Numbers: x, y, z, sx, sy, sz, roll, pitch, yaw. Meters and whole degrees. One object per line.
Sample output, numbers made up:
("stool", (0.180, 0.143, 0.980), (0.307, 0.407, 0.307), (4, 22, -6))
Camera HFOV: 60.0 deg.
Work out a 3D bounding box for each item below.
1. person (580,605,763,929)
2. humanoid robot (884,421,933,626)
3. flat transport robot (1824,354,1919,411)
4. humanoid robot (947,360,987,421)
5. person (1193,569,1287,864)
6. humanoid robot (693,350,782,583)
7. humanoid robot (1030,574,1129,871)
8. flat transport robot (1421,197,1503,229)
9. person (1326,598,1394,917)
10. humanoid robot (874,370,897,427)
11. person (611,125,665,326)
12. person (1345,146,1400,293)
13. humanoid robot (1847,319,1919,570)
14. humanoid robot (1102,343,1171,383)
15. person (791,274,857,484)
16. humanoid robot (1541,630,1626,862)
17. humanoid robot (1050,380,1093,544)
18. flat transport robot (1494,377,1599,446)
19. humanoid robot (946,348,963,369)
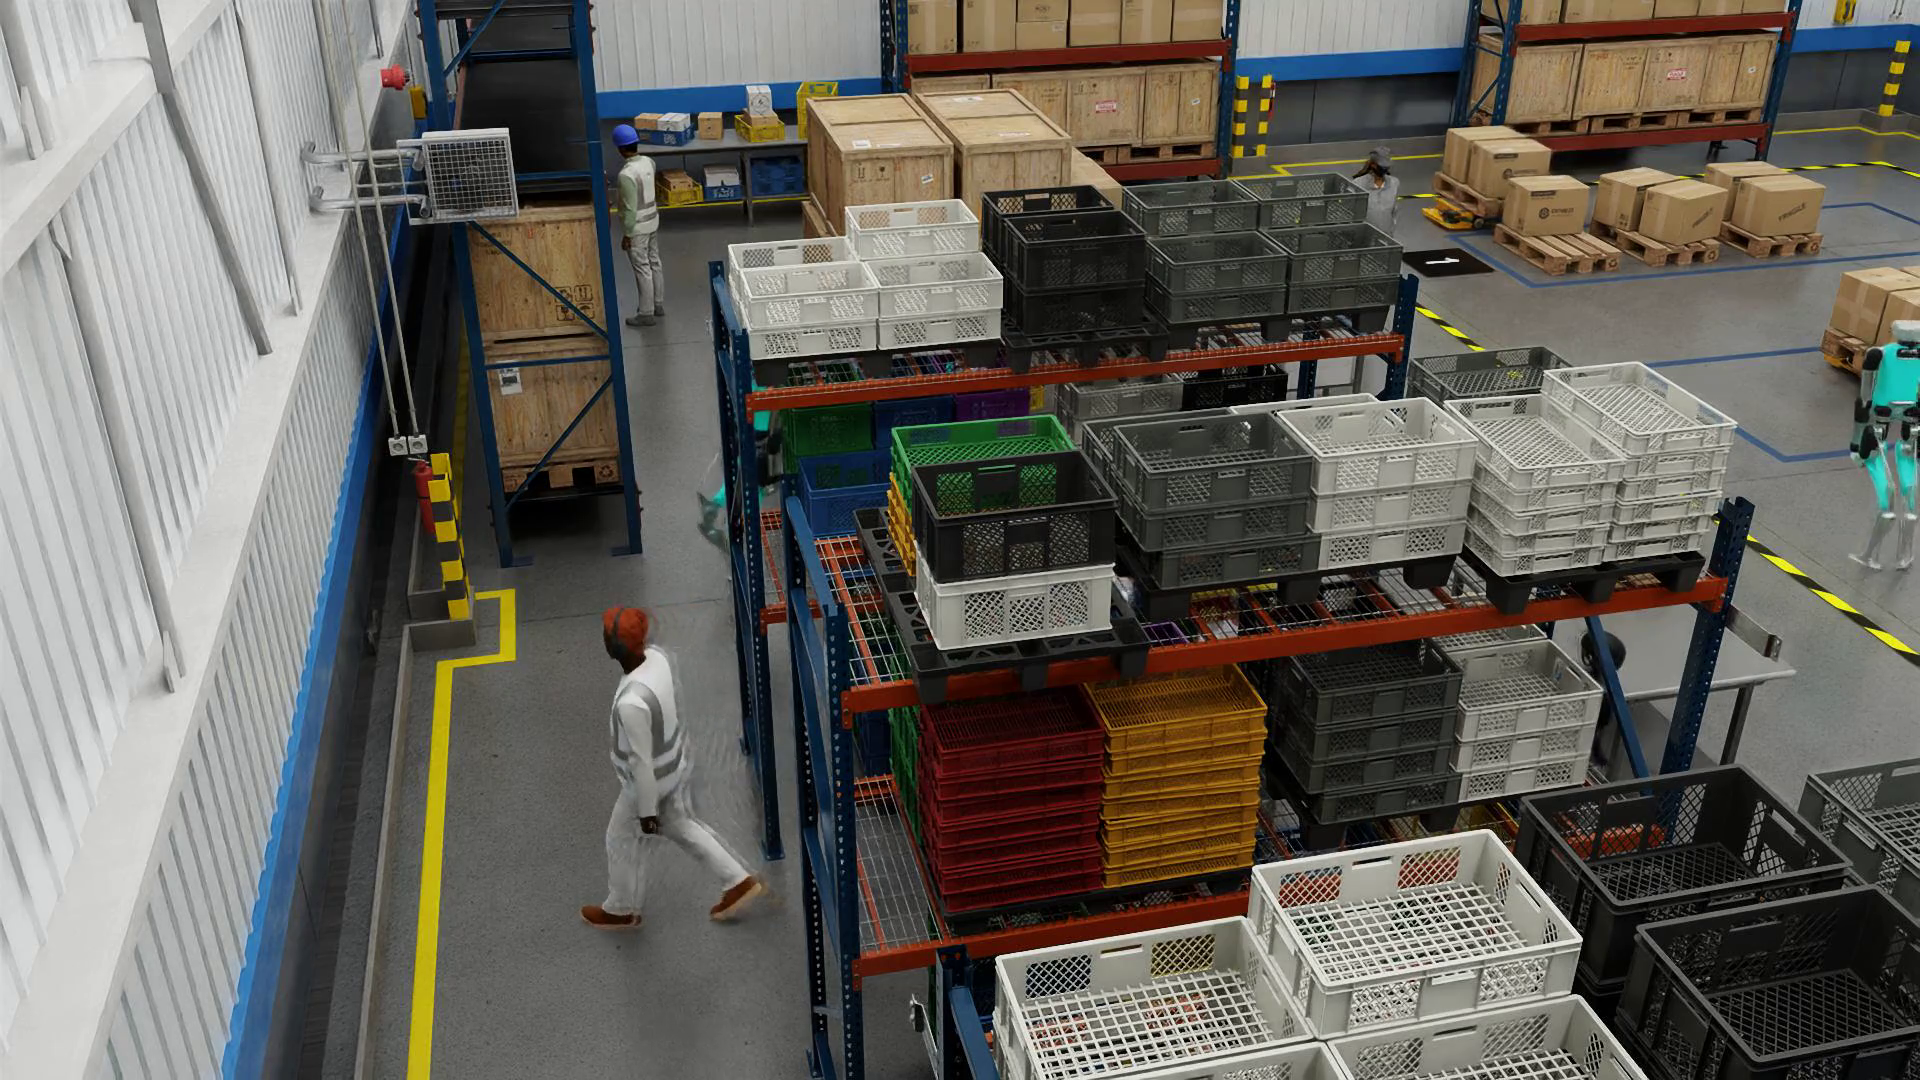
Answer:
("person", (-1.467, 1.142, 8.195), (0.893, 1.849, 0.592), (2, 28, 4))
("humanoid robot", (-0.225, -0.078, 10.690), (0.604, 1.647, 0.429), (7, 29, 13))
("flat transport robot", (8.473, -1.467, 14.800), (0.652, 0.197, 1.431), (-6, 28, -12))
("humanoid robot", (0.222, -0.361, 11.100), (0.681, 1.752, 0.545), (15, 31, 26))
("person", (1.479, 0.930, 8.613), (0.588, 1.824, 0.403), (3, 28, 6))
("humanoid robot", (-1.543, -0.428, 11.359), (0.755, 1.850, 0.540), (-23, 35, -36))
("humanoid robot", (0.500, 0.956, 8.681), (0.691, 1.800, 0.537), (7, 29, 12))
("flat transport robot", (6.160, -3.837, 19.296), (1.431, 0.197, 0.652), (-6, 28, -12))
("person", (2.029, 1.105, 8.286), (0.434, 1.825, 0.703), (23, 35, 36))
("humanoid robot", (-0.536, -0.624, 11.734), (0.358, 1.643, 0.589), (-12, 30, -22))
("person", (-3.095, -3.015, 15.979), (0.399, 1.936, 0.603), (6, 28, 12))
("person", (3.909, -2.906, 15.949), (0.563, 1.769, 0.396), (-7, 29, -14))
("humanoid robot", (6.581, -0.602, 11.598), (0.617, 1.738, 0.782), (1, 28, 2))
("humanoid robot", (1.463, -1.712, 13.783), (0.589, 1.645, 0.430), (-3, 28, -6))
("person", (-0.927, -0.941, 11.948), (0.604, 2.038, 0.389), (20, 34, 33))
("humanoid robot", (3.092, 1.138, 8.378), (0.356, 1.649, 0.616), (20, 34, 33))
("humanoid robot", (0.832, -0.369, 11.280), (0.566, 1.656, 0.591), (-15, 31, -26))
("flat transport robot", (4.780, -1.036, 14.013), (0.659, 0.231, 1.431), (-6, 28, -12))
("humanoid robot", (0.119, -0.560, 11.429), (0.528, 1.688, 0.749), (-12, 30, -21))
